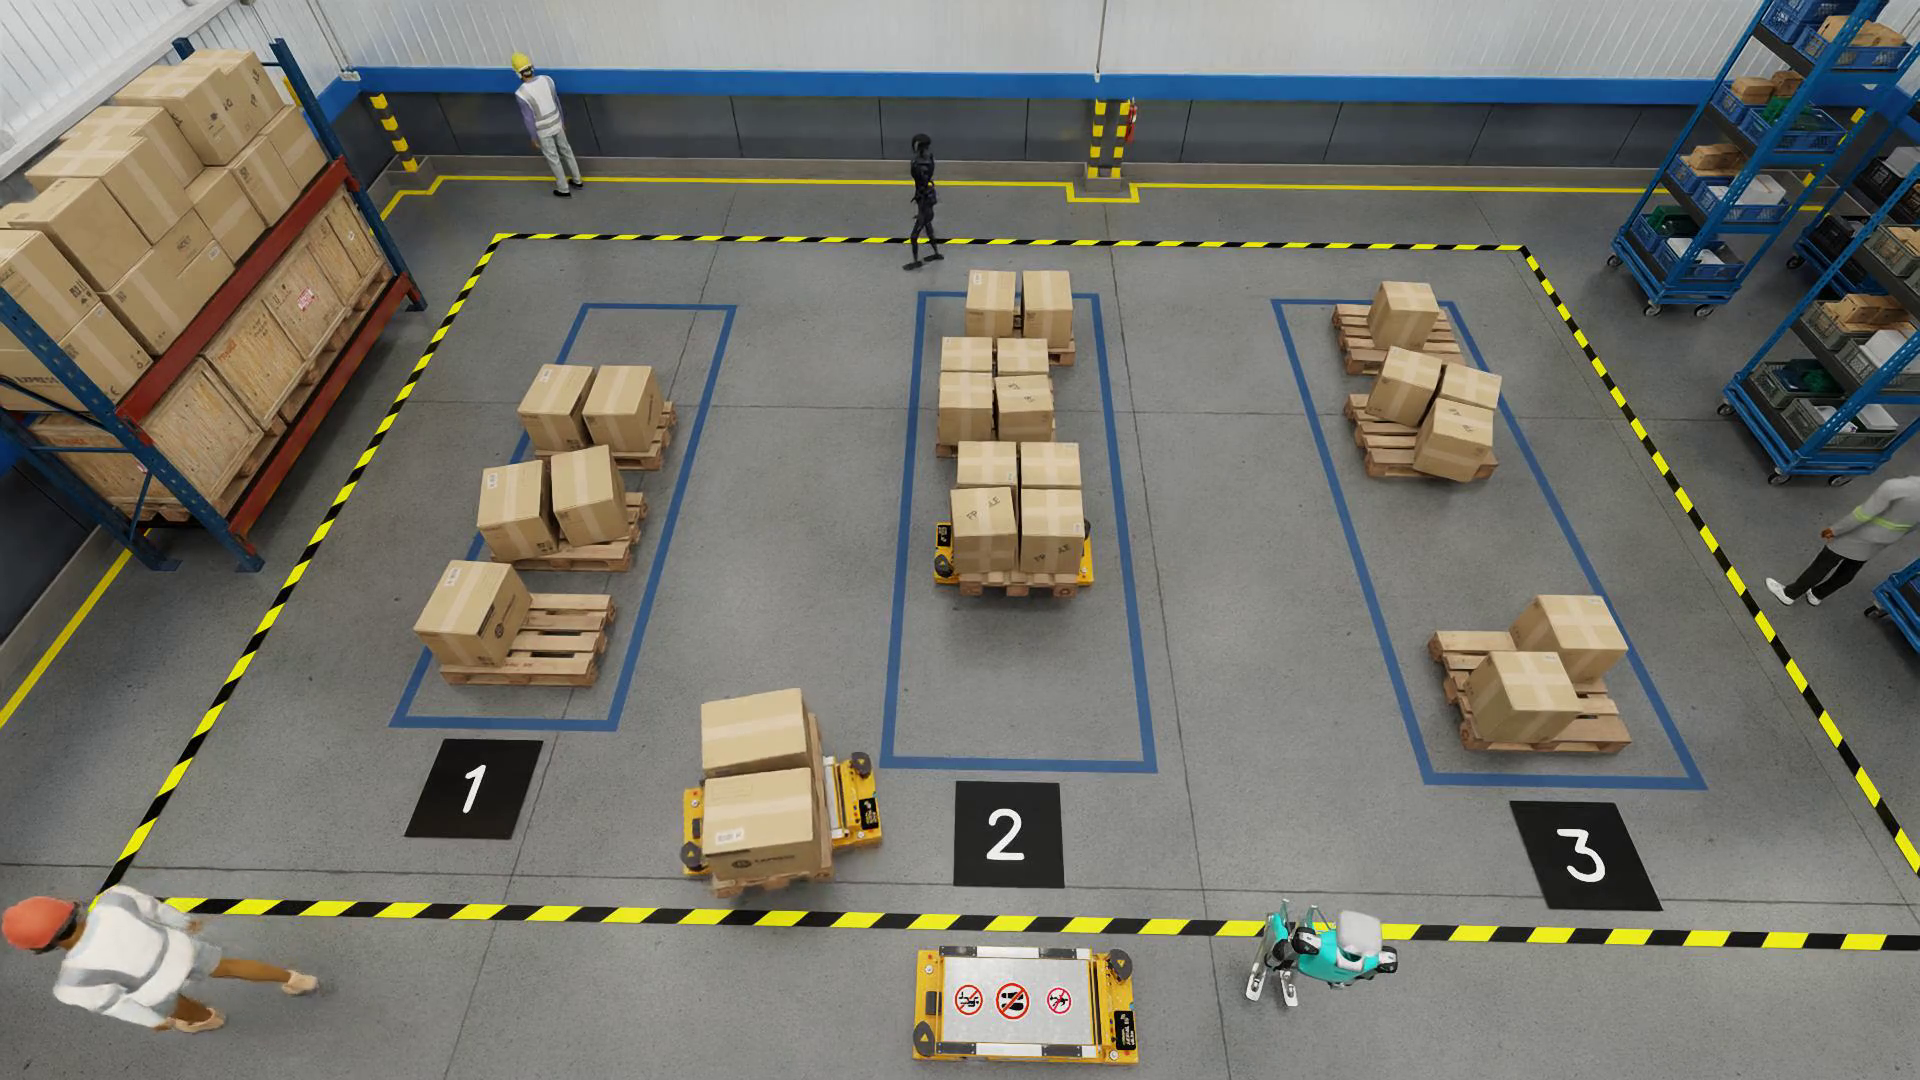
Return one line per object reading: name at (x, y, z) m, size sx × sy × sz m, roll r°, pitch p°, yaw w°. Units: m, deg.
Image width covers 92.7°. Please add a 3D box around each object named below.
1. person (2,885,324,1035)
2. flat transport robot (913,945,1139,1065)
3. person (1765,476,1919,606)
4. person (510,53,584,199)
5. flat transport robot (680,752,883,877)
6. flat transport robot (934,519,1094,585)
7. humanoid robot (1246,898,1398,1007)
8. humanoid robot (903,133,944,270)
person at (-4.681, 2.491, 5.339) m, size 0.823 × 2.019 × 0.619 m, roll -2°, pitch 51°, yaw -2°
flat transport robot at (0.422, 3.041, 6.007) m, size 1.431 × 0.231 × 0.659 m, roll 1°, pitch 51°, yaw 1°
person at (7.481, -0.089, 7.537) m, size 0.588 × 1.852 × 0.368 m, roll 3°, pitch 51°, yaw 2°
person at (-5.337, -5.315, 11.816) m, size 0.404 × 1.821 × 0.587 m, roll 24°, pitch 55°, yaw 18°
flat transport robot at (-1.334, 2.020, 6.821) m, size 1.431 × 0.197 × 0.652 m, roll -9°, pitch 51°, yaw -7°
flat transport robot at (0.490, 0.087, 8.397) m, size 1.431 × 0.197 × 0.652 m, roll 1°, pitch 51°, yaw 1°
humanoid robot at (2.115, 2.378, 5.513) m, size 0.533 × 1.677 × 0.735 m, roll 10°, pitch 52°, yaw 8°
humanoid robot at (-0.461, -3.998, 10.838) m, size 0.541 × 1.643 × 0.600 m, roll -7°, pitch 51°, yaw -6°
